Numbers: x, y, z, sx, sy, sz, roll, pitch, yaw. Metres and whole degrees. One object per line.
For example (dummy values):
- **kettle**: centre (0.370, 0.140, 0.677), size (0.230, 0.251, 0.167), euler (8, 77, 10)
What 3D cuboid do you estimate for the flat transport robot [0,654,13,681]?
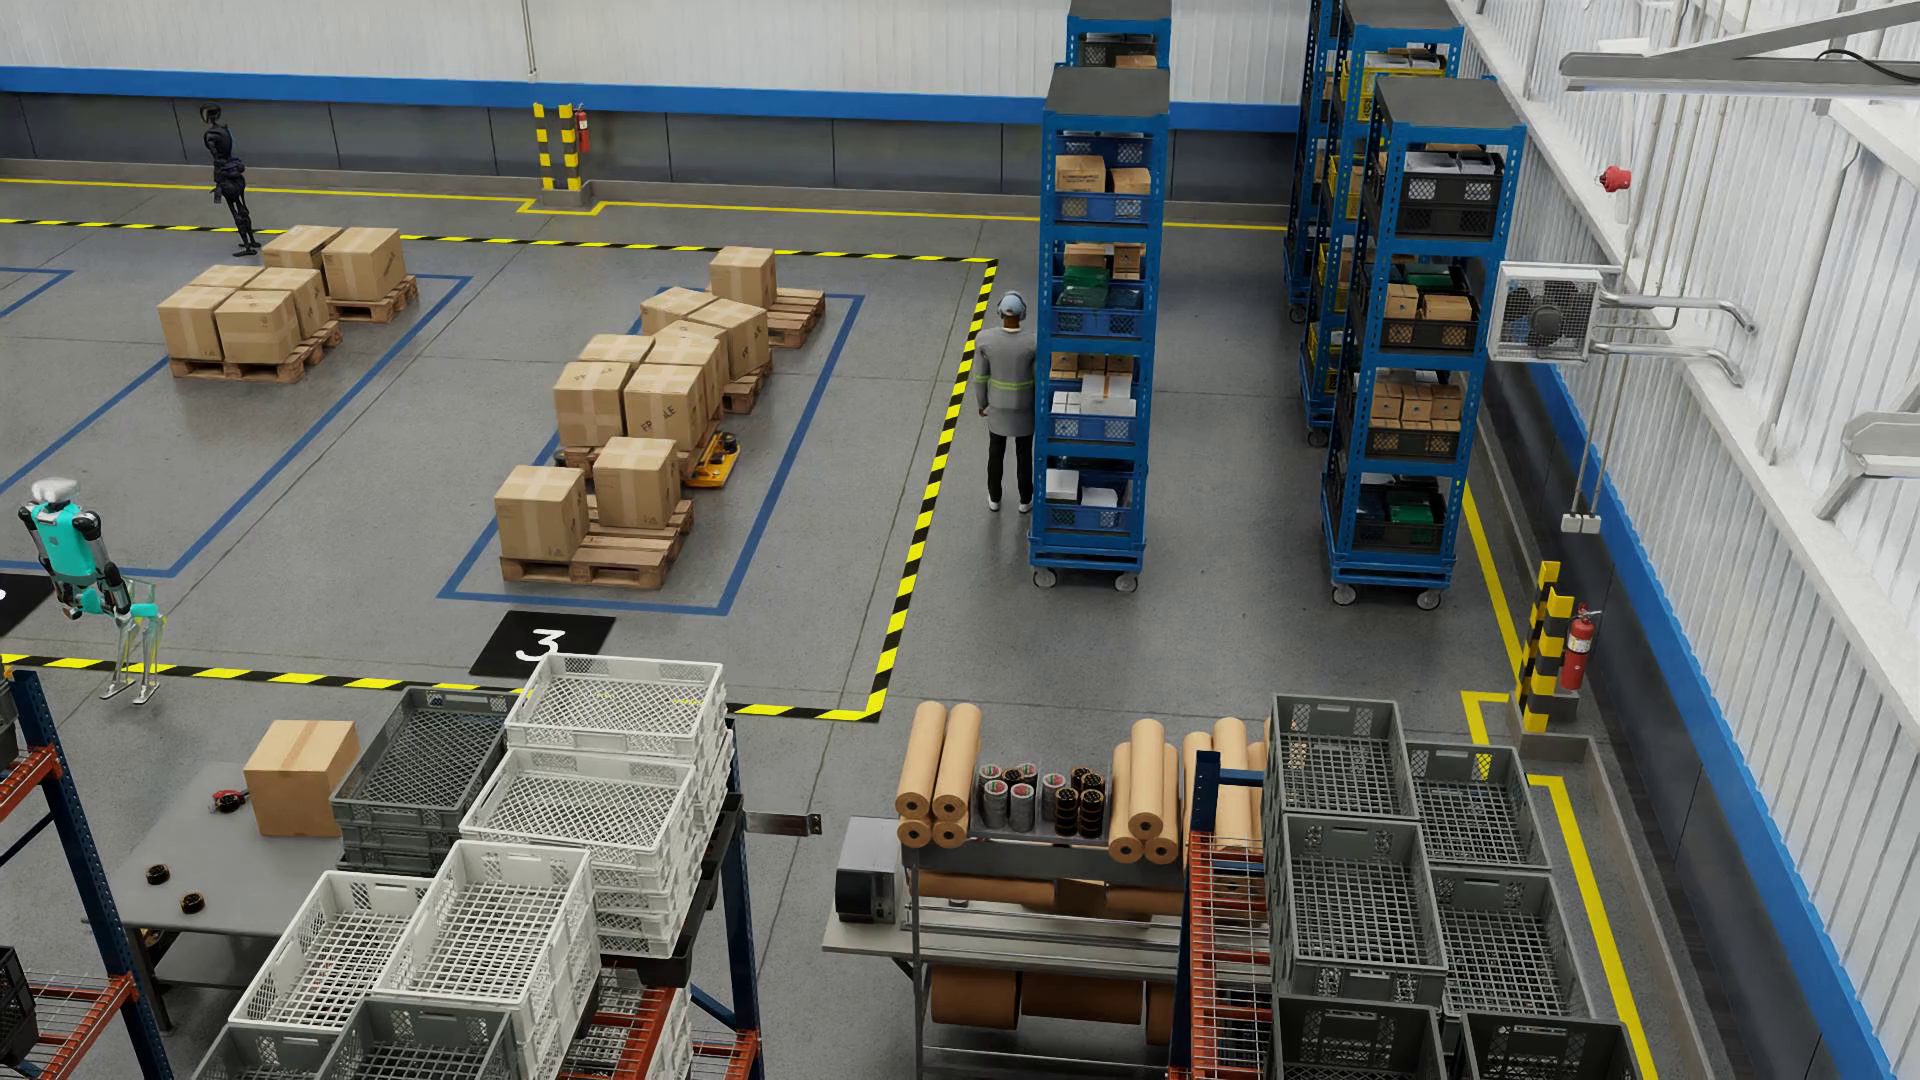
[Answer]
- **flat transport robot**: centre (-7.142, 0.969, 11.010), size (1.431, 0.231, 0.659), euler (3, 30, 6)

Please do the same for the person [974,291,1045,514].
- **person**: centre (0.406, -1.068, 12.934), size (0.589, 1.853, 0.370), euler (6, 31, 10)

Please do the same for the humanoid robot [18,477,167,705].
- **humanoid robot**: centre (-5.429, 0.252, 10.643), size (0.533, 1.681, 0.735), euler (8, 31, 14)

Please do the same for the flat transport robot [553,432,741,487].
- **flat transport robot**: centre (-2.608, -0.710, 13.866), size (1.431, 0.197, 0.652), euler (3, 30, 6)

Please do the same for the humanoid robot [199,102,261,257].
- **humanoid robot**: centre (-7.906, -3.901, 17.961), size (0.315, 1.655, 0.599), euler (-2, 30, -4)
